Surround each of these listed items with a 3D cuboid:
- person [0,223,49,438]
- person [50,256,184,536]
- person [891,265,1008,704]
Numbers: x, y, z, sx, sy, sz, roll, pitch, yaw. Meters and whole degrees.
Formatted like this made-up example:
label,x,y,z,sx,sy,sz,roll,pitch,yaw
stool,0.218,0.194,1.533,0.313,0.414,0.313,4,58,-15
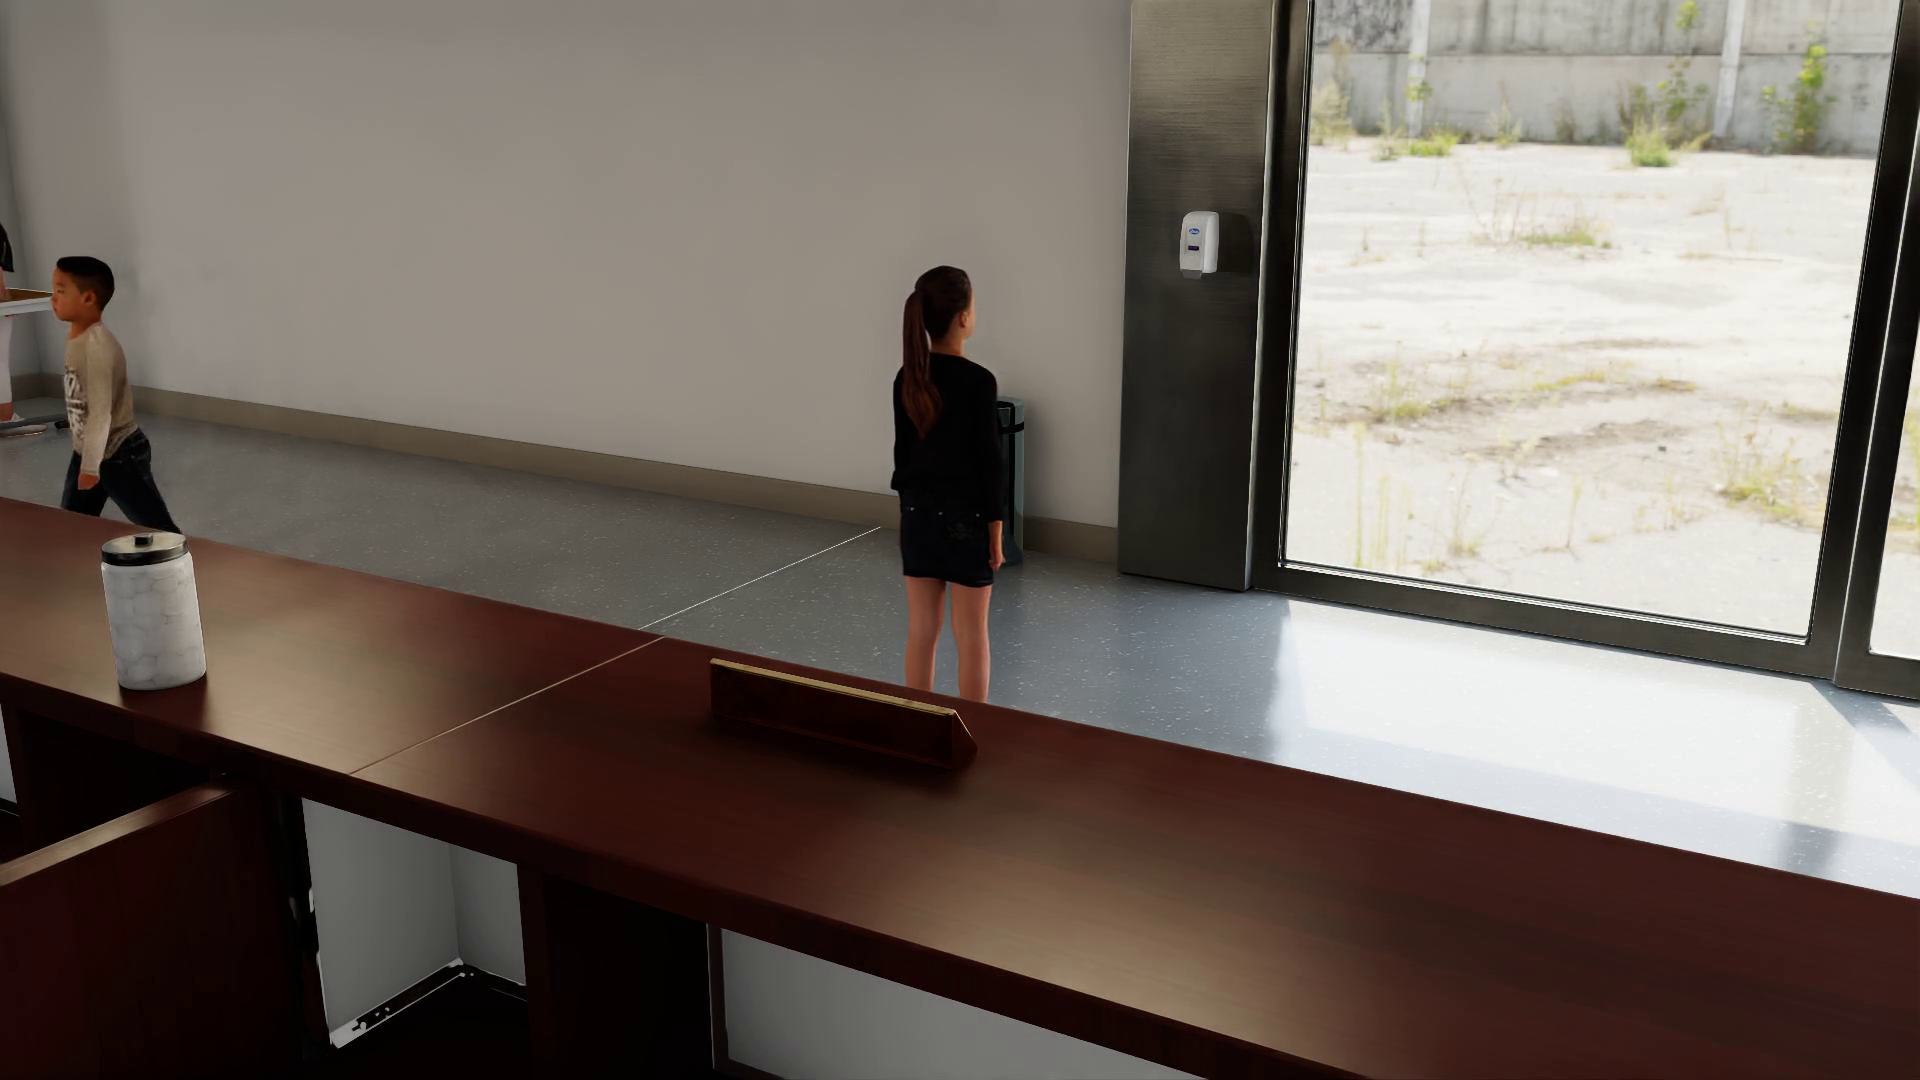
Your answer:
label,x,y,z,sx,sy,sz,roll,pitch,yaw
person,-5.791,-1.475,9.842,0.585,1.703,0.511,10,18,31
person,-3.106,-0.314,6.227,1.039,1.430,0.739,-15,22,-43
person,-0.039,-0.063,5.105,0.531,1.555,0.529,10,18,31
